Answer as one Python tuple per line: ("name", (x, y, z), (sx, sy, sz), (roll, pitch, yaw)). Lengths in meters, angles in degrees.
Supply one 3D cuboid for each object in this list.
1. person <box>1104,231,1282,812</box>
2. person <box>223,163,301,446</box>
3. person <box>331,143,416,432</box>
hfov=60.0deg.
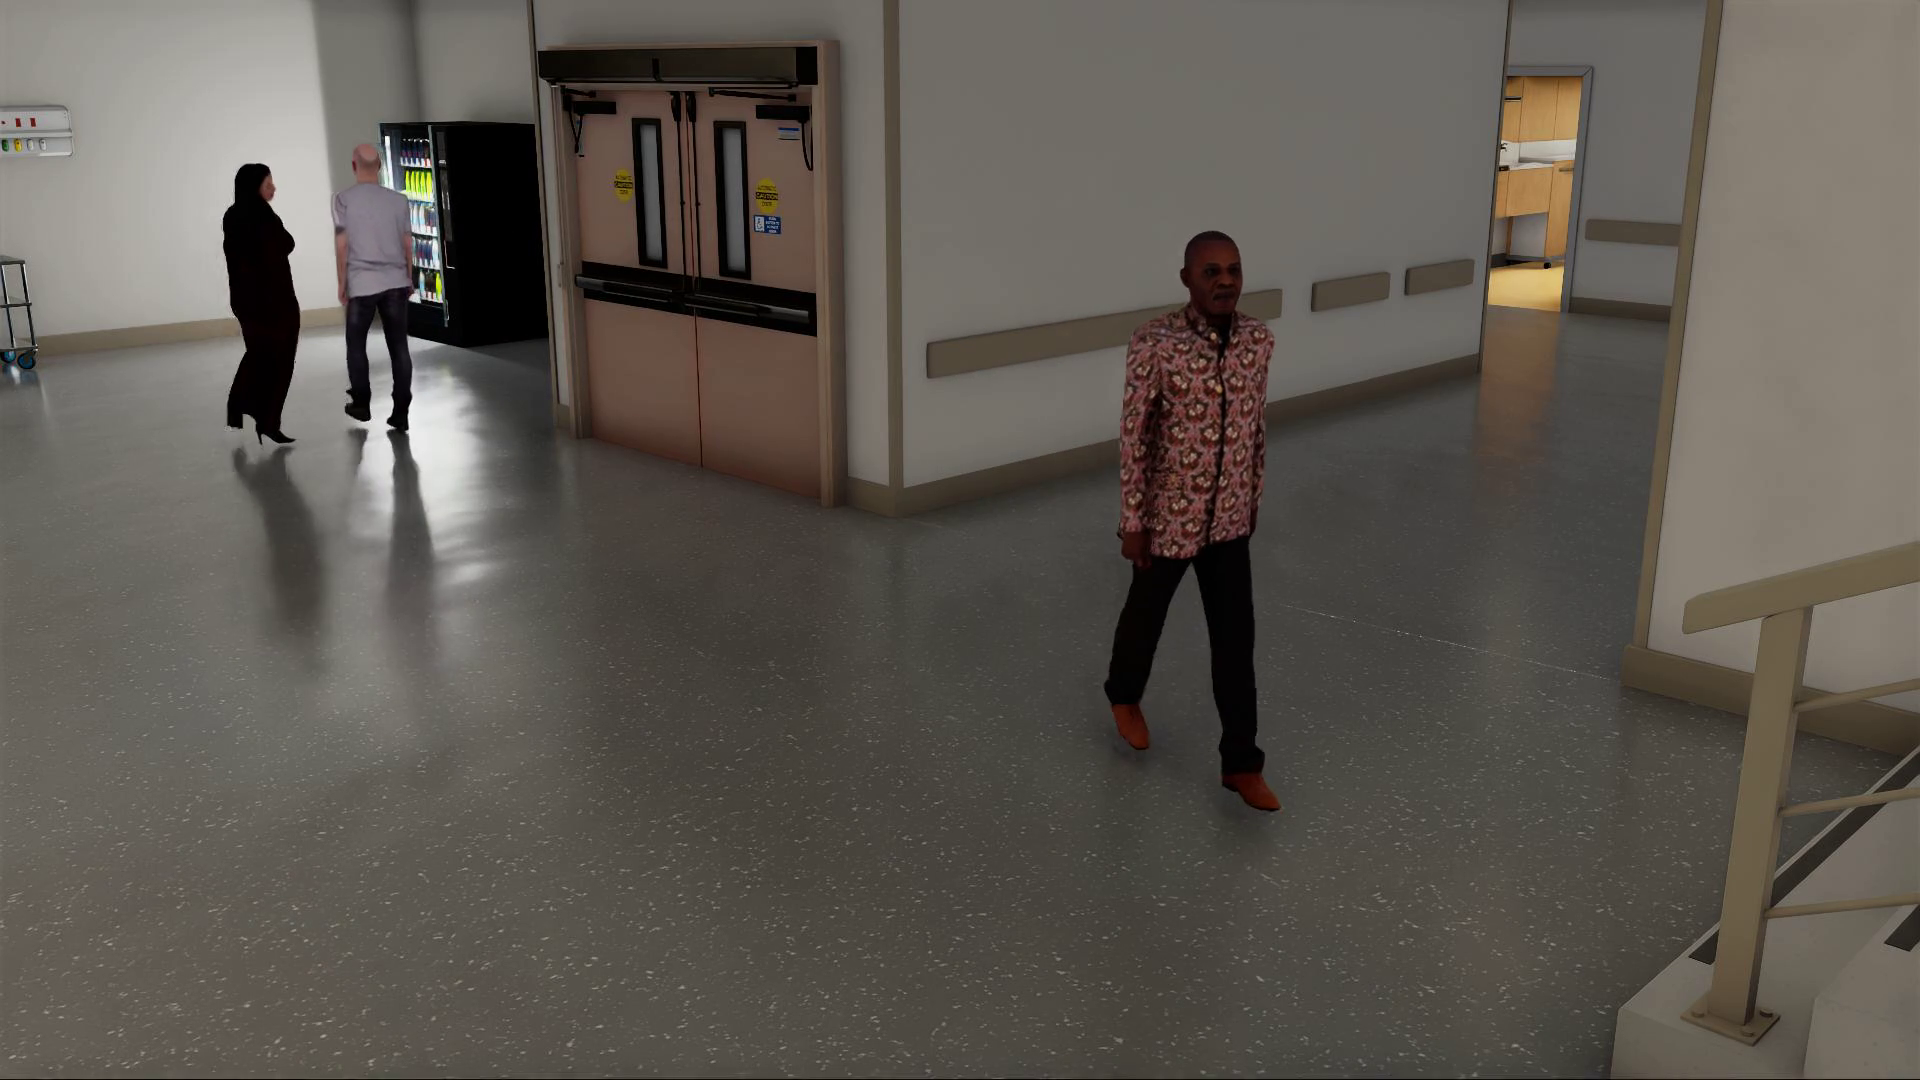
("person", (0.711, -0.087, 5.403), (1.078, 1.758, 1.291), (-4, 16, -15))
("person", (-4.336, -1.445, 10.276), (0.587, 1.726, 0.878), (8, 18, 27))
("person", (-3.705, -1.589, 10.639), (0.799, 1.807, 0.994), (-11, 19, -34))
